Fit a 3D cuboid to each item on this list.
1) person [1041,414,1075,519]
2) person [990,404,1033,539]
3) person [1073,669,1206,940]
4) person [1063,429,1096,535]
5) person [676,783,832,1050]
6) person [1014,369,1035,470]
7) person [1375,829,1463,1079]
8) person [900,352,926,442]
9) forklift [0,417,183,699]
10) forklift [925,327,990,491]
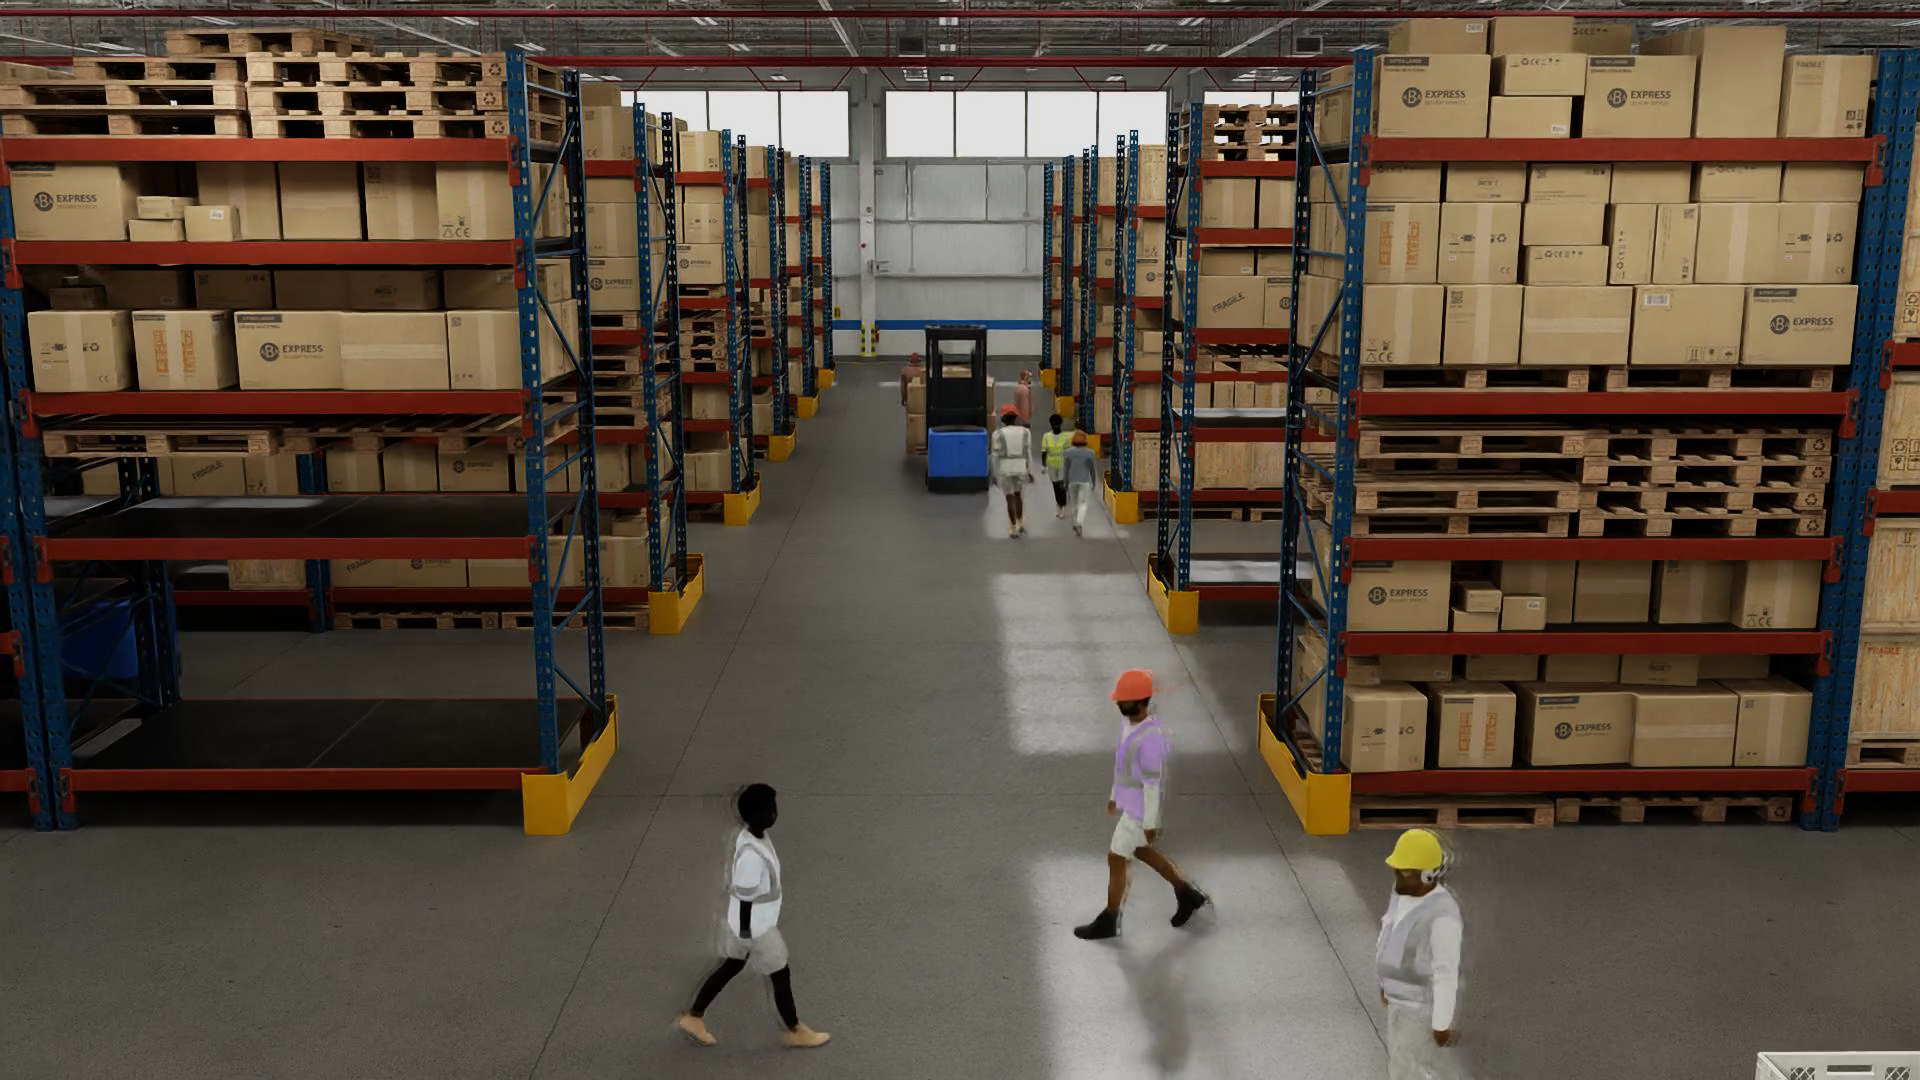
[{"bbox_3d":[1.533,-1.169,26.484,0.550,1.670,0.651,5,13,24],"label":"person"},{"bbox_3d":[0.751,-1.044,25.028,0.635,2.010,0.679,-3,12,-16],"label":"person"},{"bbox_3d":[1.253,1.782,11.296,0.897,1.913,0.551,-1,11,-4],"label":"person"},{"bbox_3d":[1.801,-0.880,25.229,0.511,1.609,0.703,3,12,14],"label":"person"},{"bbox_3d":[-1.257,2.218,9.766,0.897,1.656,0.533,-1,11,-7],"label":"person"},{"bbox_3d":[1.226,-2.283,31.486,0.397,1.900,0.635,-1,11,-4],"label":"person"},{"bbox_3d":[2.384,2.362,8.659,0.442,1.819,0.593,-1,11,-6],"label":"person"},{"bbox_3d":[-0.929,-2.986,34.913,0.642,1.913,0.408,-1,11,-3],"label":"person"},{"bbox_3d":[-9.090,0.190,16.757,1.873,2.768,1.129,0,11,-1],"label":"forklift"},{"bbox_3d":[-0.054,-2.351,29.351,1.129,2.768,1.873,0,11,-2],"label":"forklift"}]
